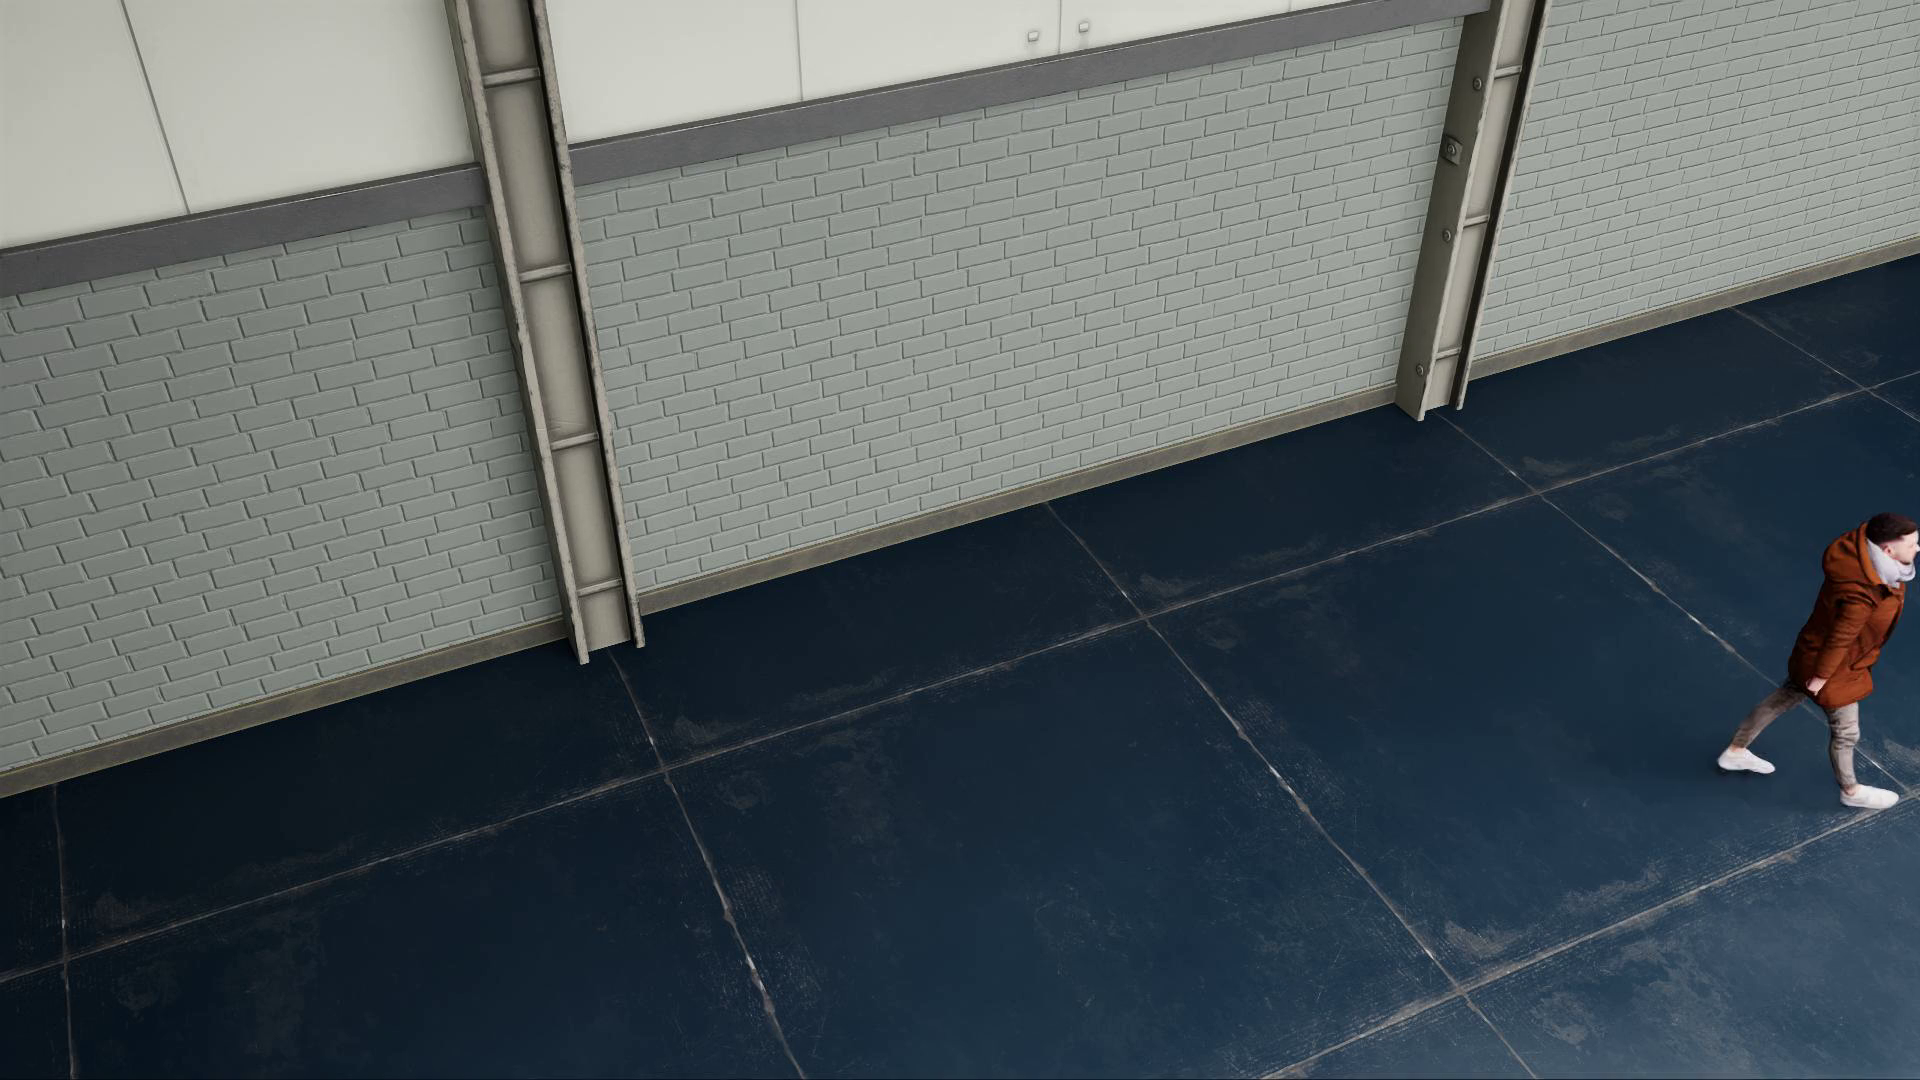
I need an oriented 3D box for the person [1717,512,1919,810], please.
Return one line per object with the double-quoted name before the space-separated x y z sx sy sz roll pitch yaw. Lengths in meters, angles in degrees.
"person" 4.310 0.592 8.411 1.198 1.794 1.127 11 39 14
